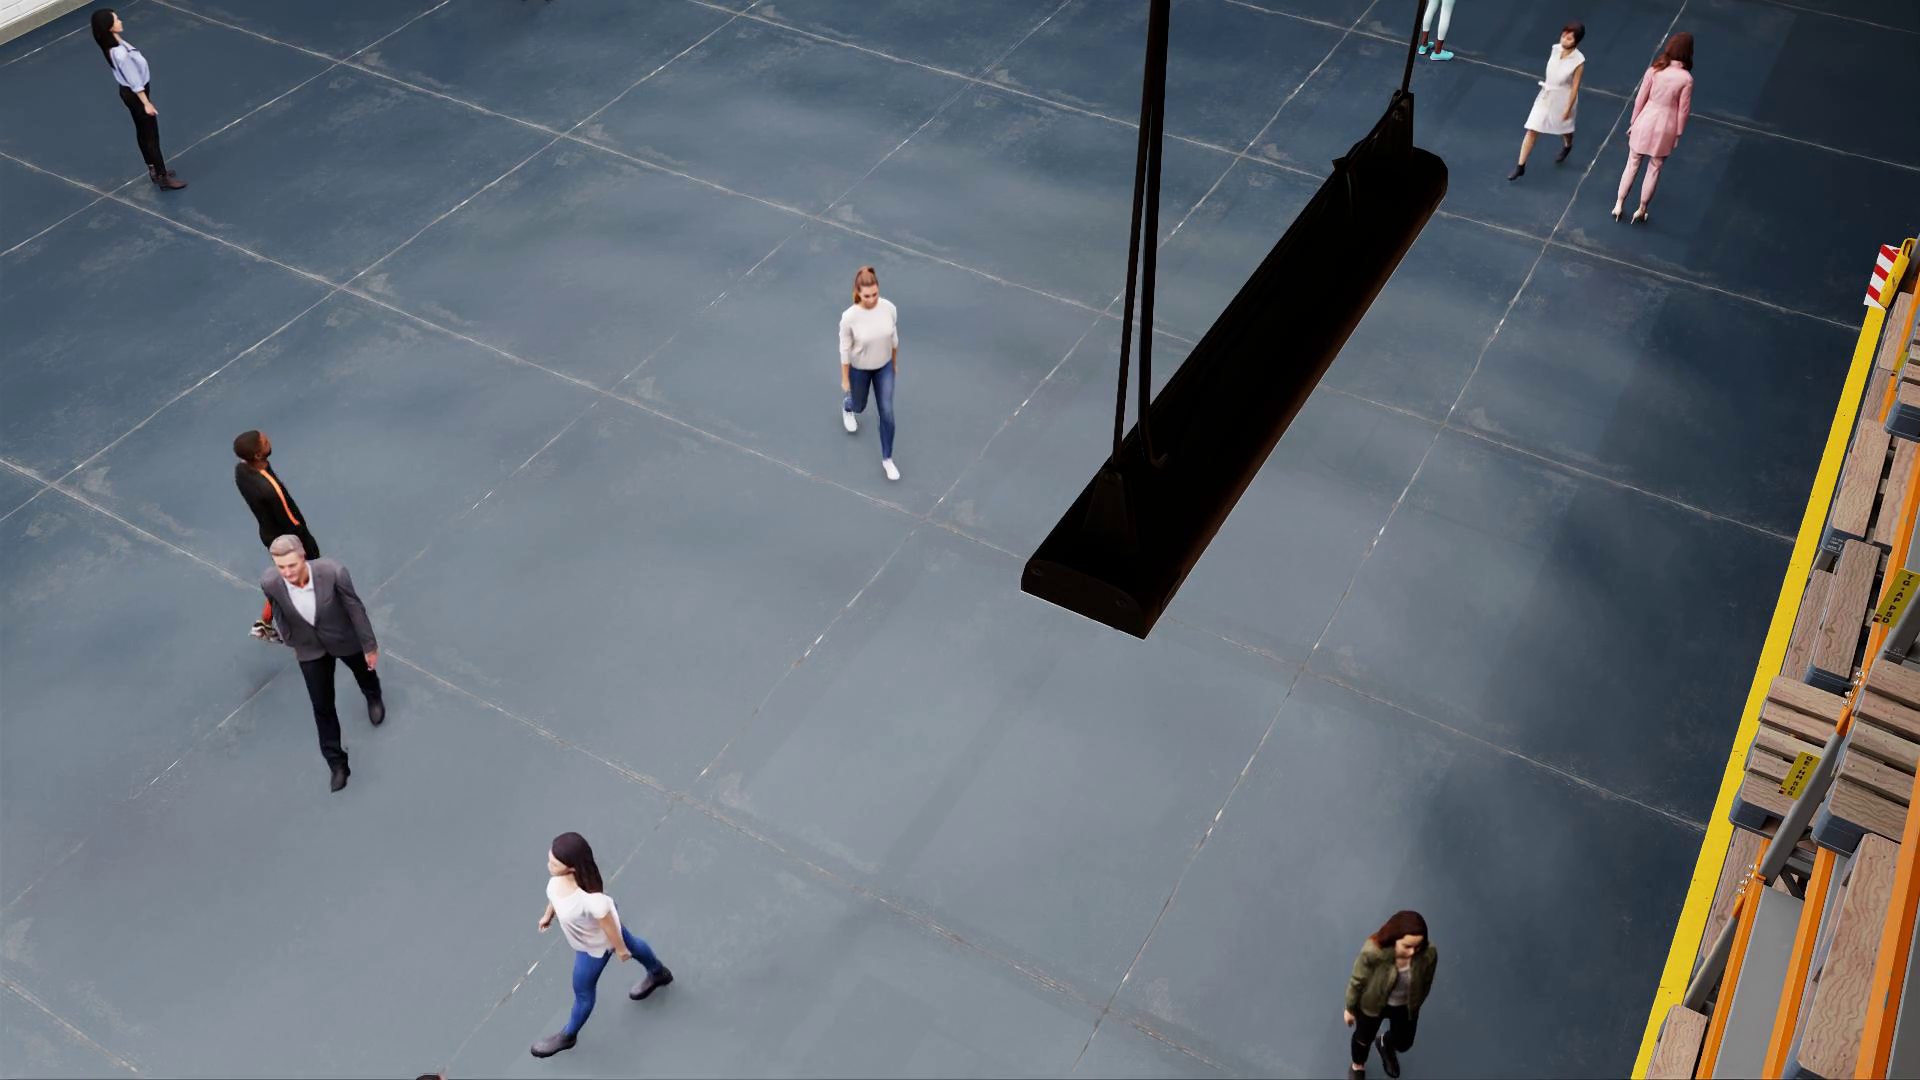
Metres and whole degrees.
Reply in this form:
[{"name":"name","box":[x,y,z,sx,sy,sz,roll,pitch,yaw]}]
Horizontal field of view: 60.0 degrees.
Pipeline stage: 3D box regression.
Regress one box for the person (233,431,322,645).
[{"name":"person","box":[-4.481,0.041,10.885,0.704,1.788,0.973,28,50,26]}]

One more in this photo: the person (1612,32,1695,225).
[{"name":"person","box":[6.141,-3.619,14.717,0.605,1.801,0.508,23,48,22]}]

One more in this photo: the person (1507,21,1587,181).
[{"name":"person","box":[5.587,-4.082,15.414,1.112,1.510,0.802,-29,51,-27]}]

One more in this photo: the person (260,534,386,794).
[{"name":"person","box":[-3.895,0.574,10.321,1.206,1.795,1.270,-11,45,-11]}]

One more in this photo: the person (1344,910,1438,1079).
[{"name":"person","box":[2.220,2.363,8.676,0.696,1.474,0.726,4,44,4]}]

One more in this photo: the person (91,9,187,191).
[{"name":"person","box":[-7.522,-4.024,15.184,0.686,1.744,0.715,-29,51,-27]}]

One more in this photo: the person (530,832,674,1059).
[{"name":"person","box":[-1.855,2.061,8.871,1.178,1.642,0.968,-21,48,-21]}]

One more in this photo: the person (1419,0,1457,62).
[{"name":"person","box":[5.002,-5.789,17.051,0.656,1.724,0.645,-26,49,-24]}]

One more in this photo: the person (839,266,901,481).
[{"name":"person","box":[-0.698,-1.307,12.369,1.105,1.693,1.093,-15,46,-15]}]
